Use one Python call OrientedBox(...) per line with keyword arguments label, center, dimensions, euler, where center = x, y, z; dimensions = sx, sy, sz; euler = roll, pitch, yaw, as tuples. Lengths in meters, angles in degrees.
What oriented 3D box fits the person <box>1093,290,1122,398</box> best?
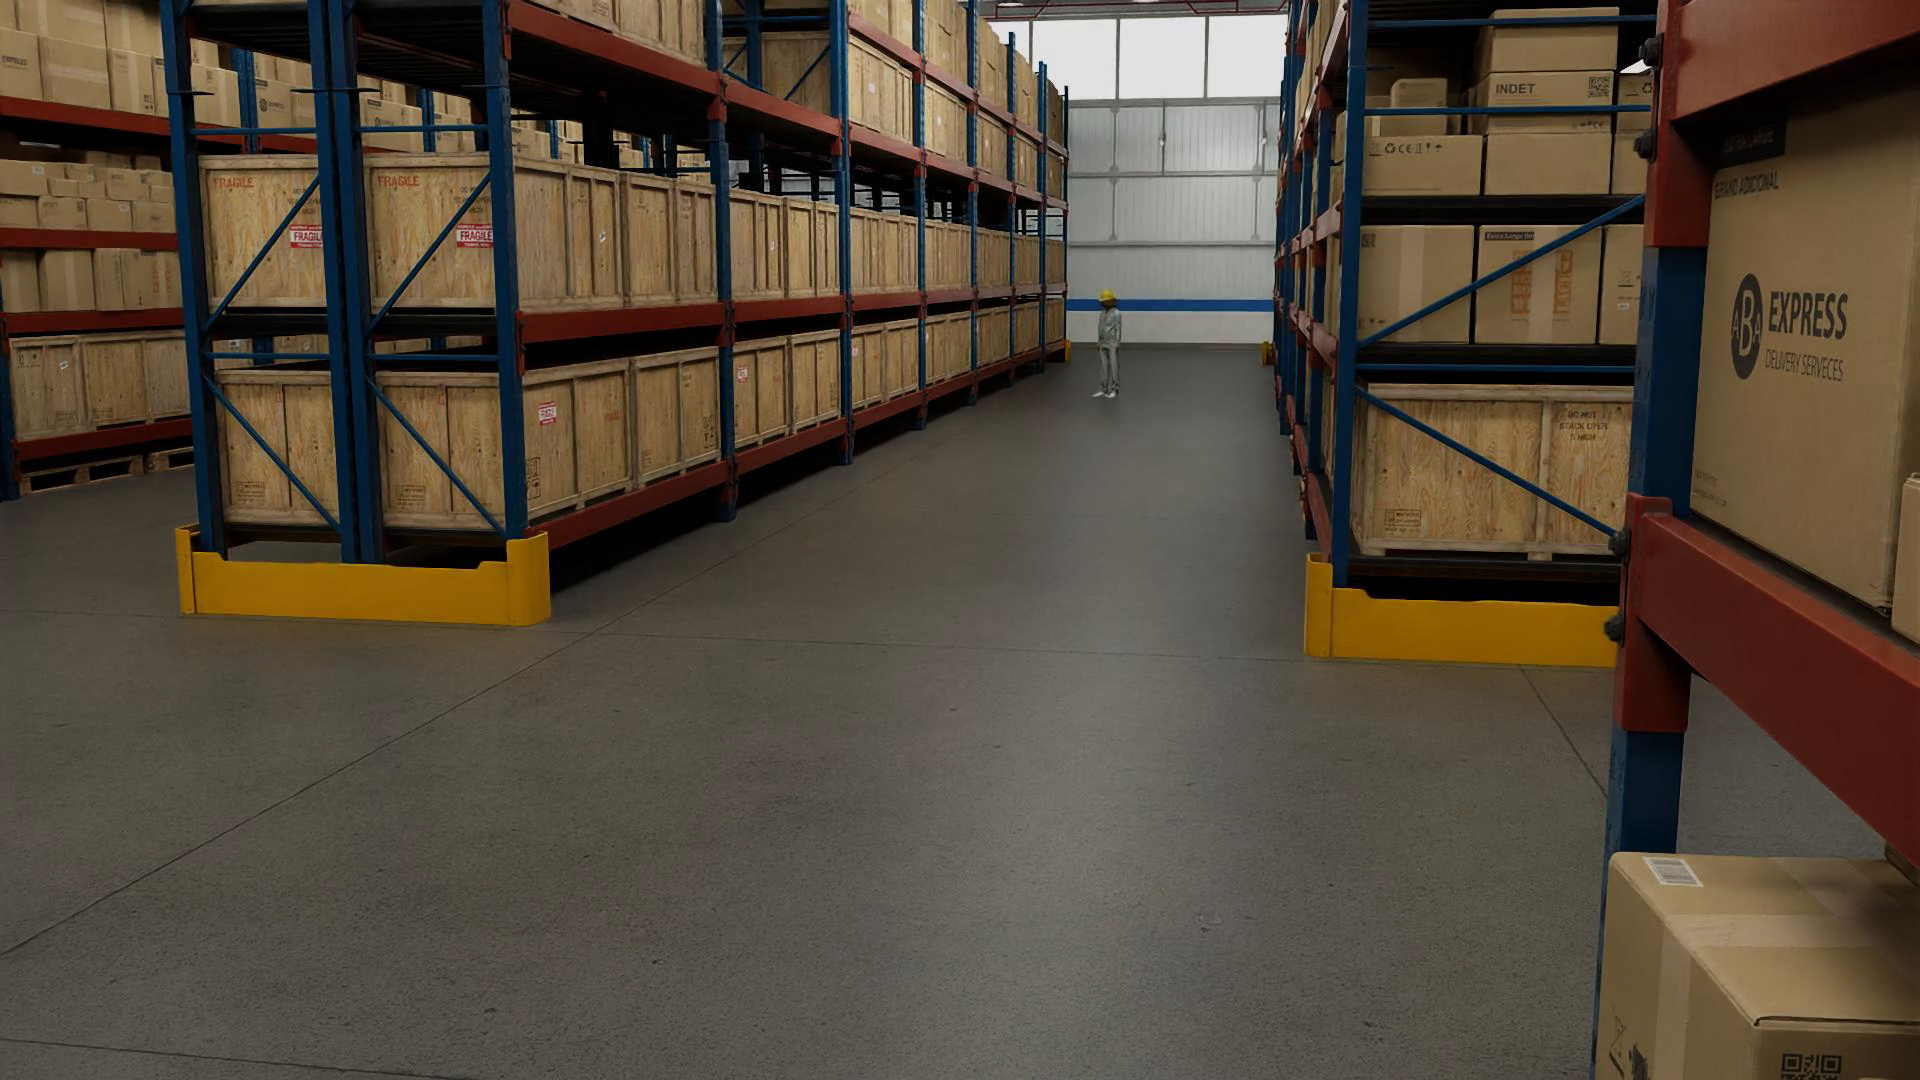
OrientedBox(label="person", center=(2.380, -3.151, 26.783), dimensions=(0.315, 1.735, 0.483), euler=(-7, 12, -38))
